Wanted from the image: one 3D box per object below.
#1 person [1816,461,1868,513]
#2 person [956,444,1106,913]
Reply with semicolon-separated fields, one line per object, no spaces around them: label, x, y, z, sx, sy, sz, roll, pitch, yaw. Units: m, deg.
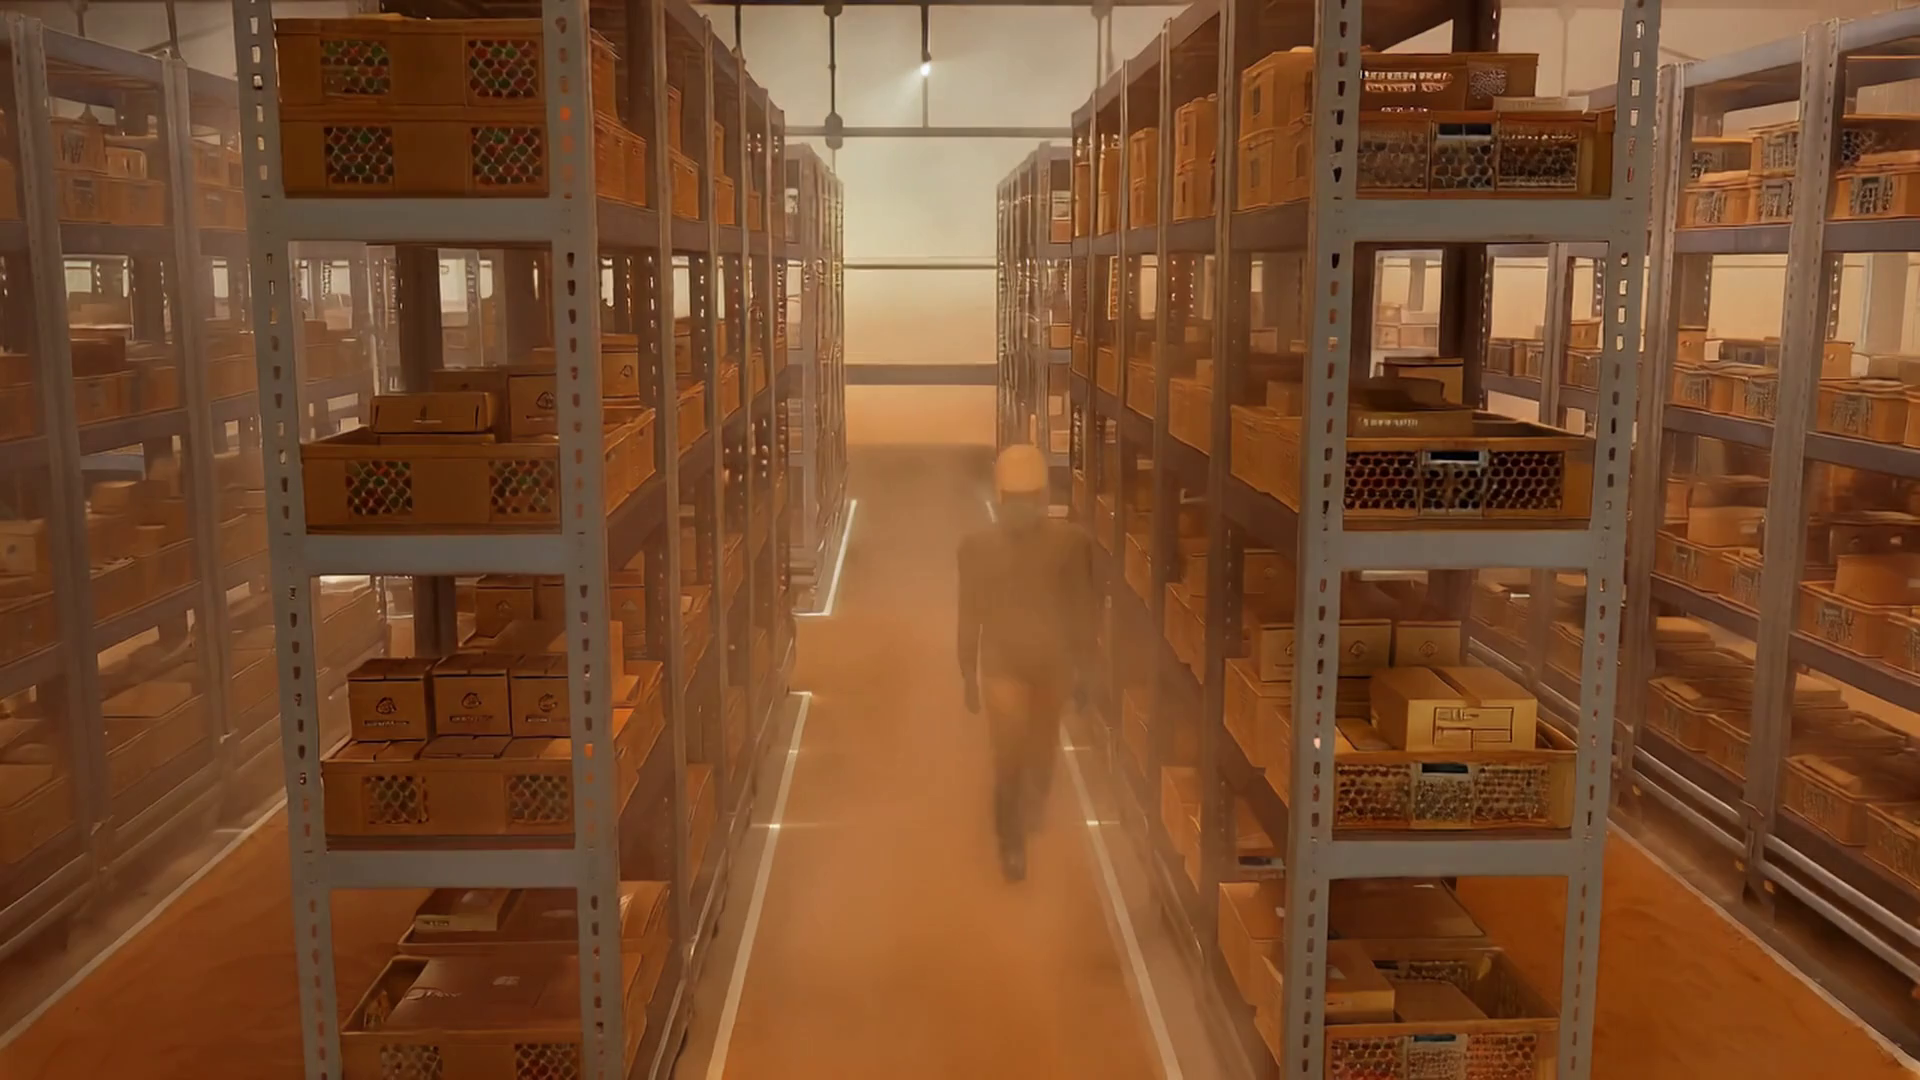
person;6.119;-0.094;11.509;0.961;1.791;0.583;2;10;15
person;0.298;0.547;7.189;0.618;1.945;1.023;-1;9;-5
